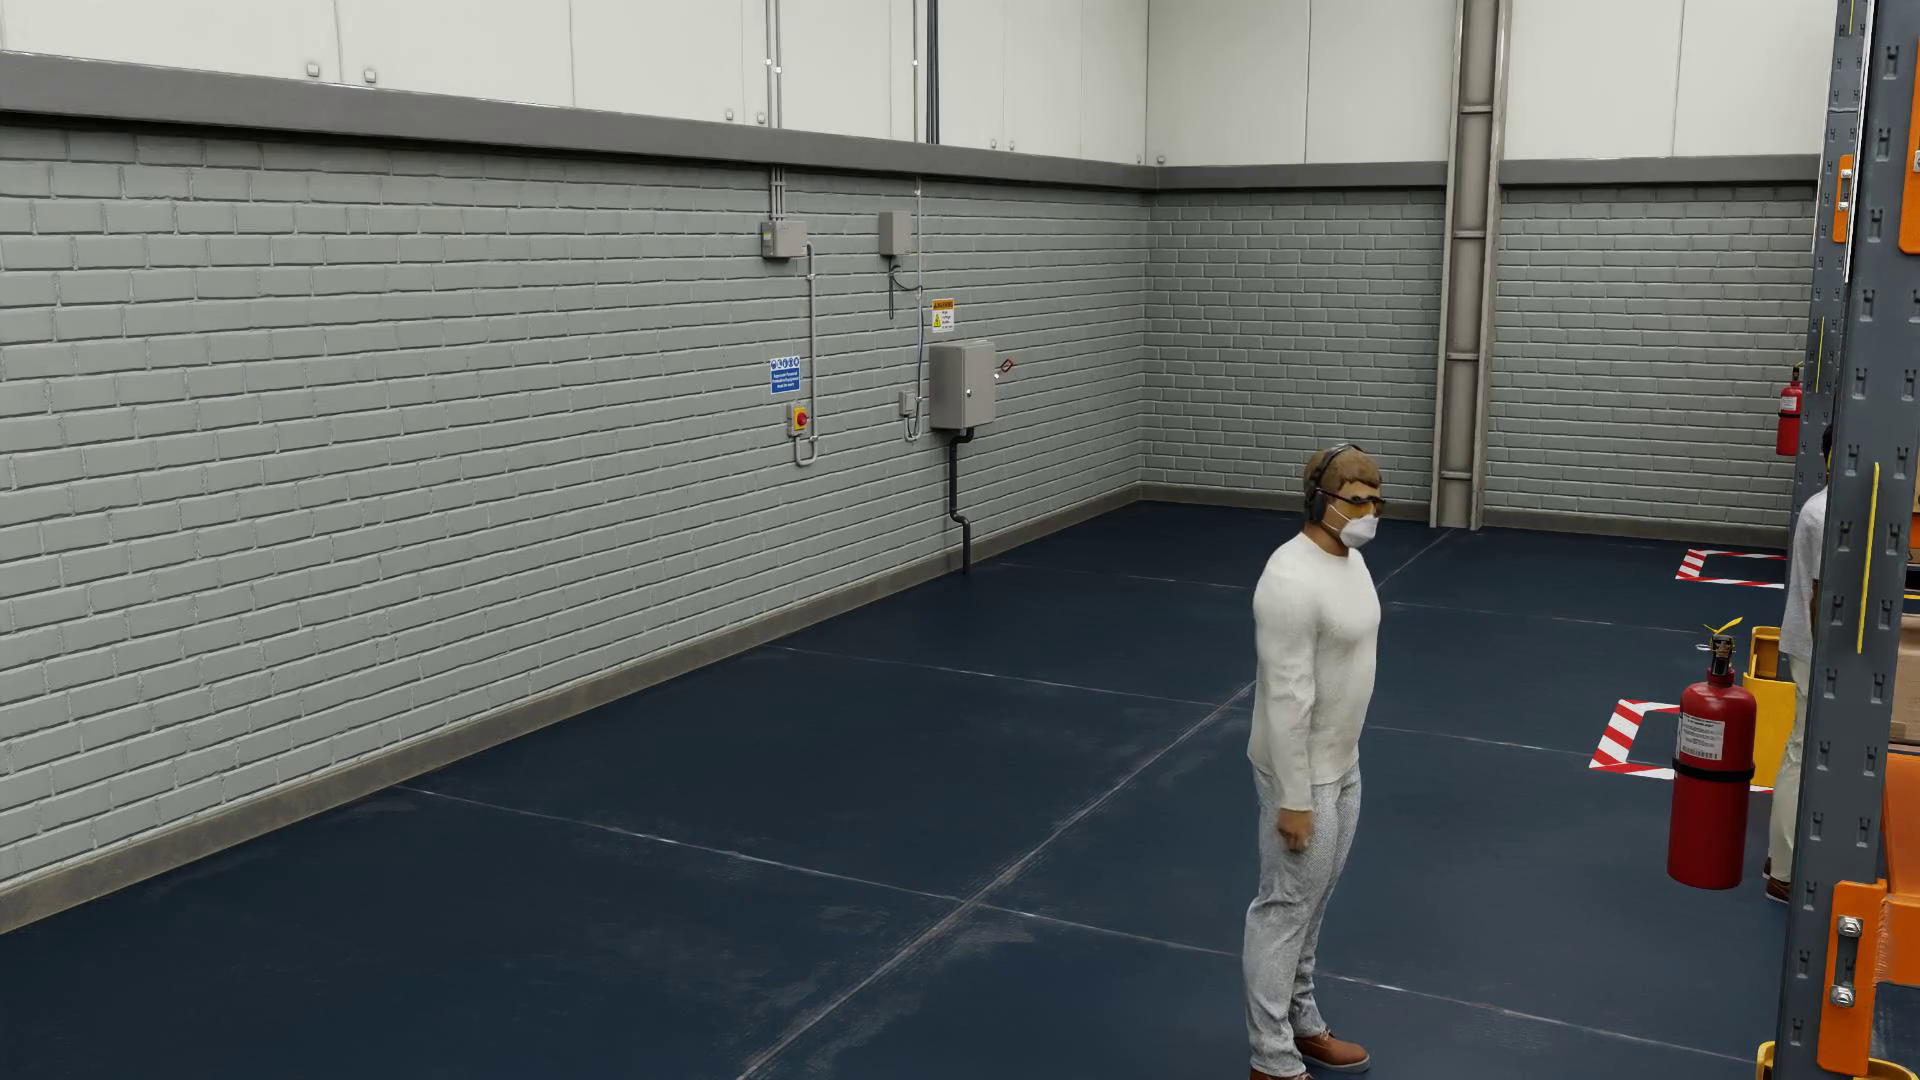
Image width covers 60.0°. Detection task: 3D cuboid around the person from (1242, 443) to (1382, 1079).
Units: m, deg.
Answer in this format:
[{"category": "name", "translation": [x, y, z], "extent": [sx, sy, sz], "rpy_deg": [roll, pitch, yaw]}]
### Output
[{"category": "person", "translation": [1.033, 0.678, 4.836], "extent": [0.374, 1.936, 0.627], "rpy_deg": [6, 12, 28]}]

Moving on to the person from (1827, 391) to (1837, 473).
[{"category": "person", "translation": [5.457, -0.319, 10.128], "extent": [0.392, 1.988, 0.609], "rpy_deg": [6, 12, 28]}]

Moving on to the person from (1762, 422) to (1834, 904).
[{"category": "person", "translation": [3.263, 0.453, 6.259], "extent": [0.331, 1.865, 0.519], "rpy_deg": [6, 12, 28]}]
